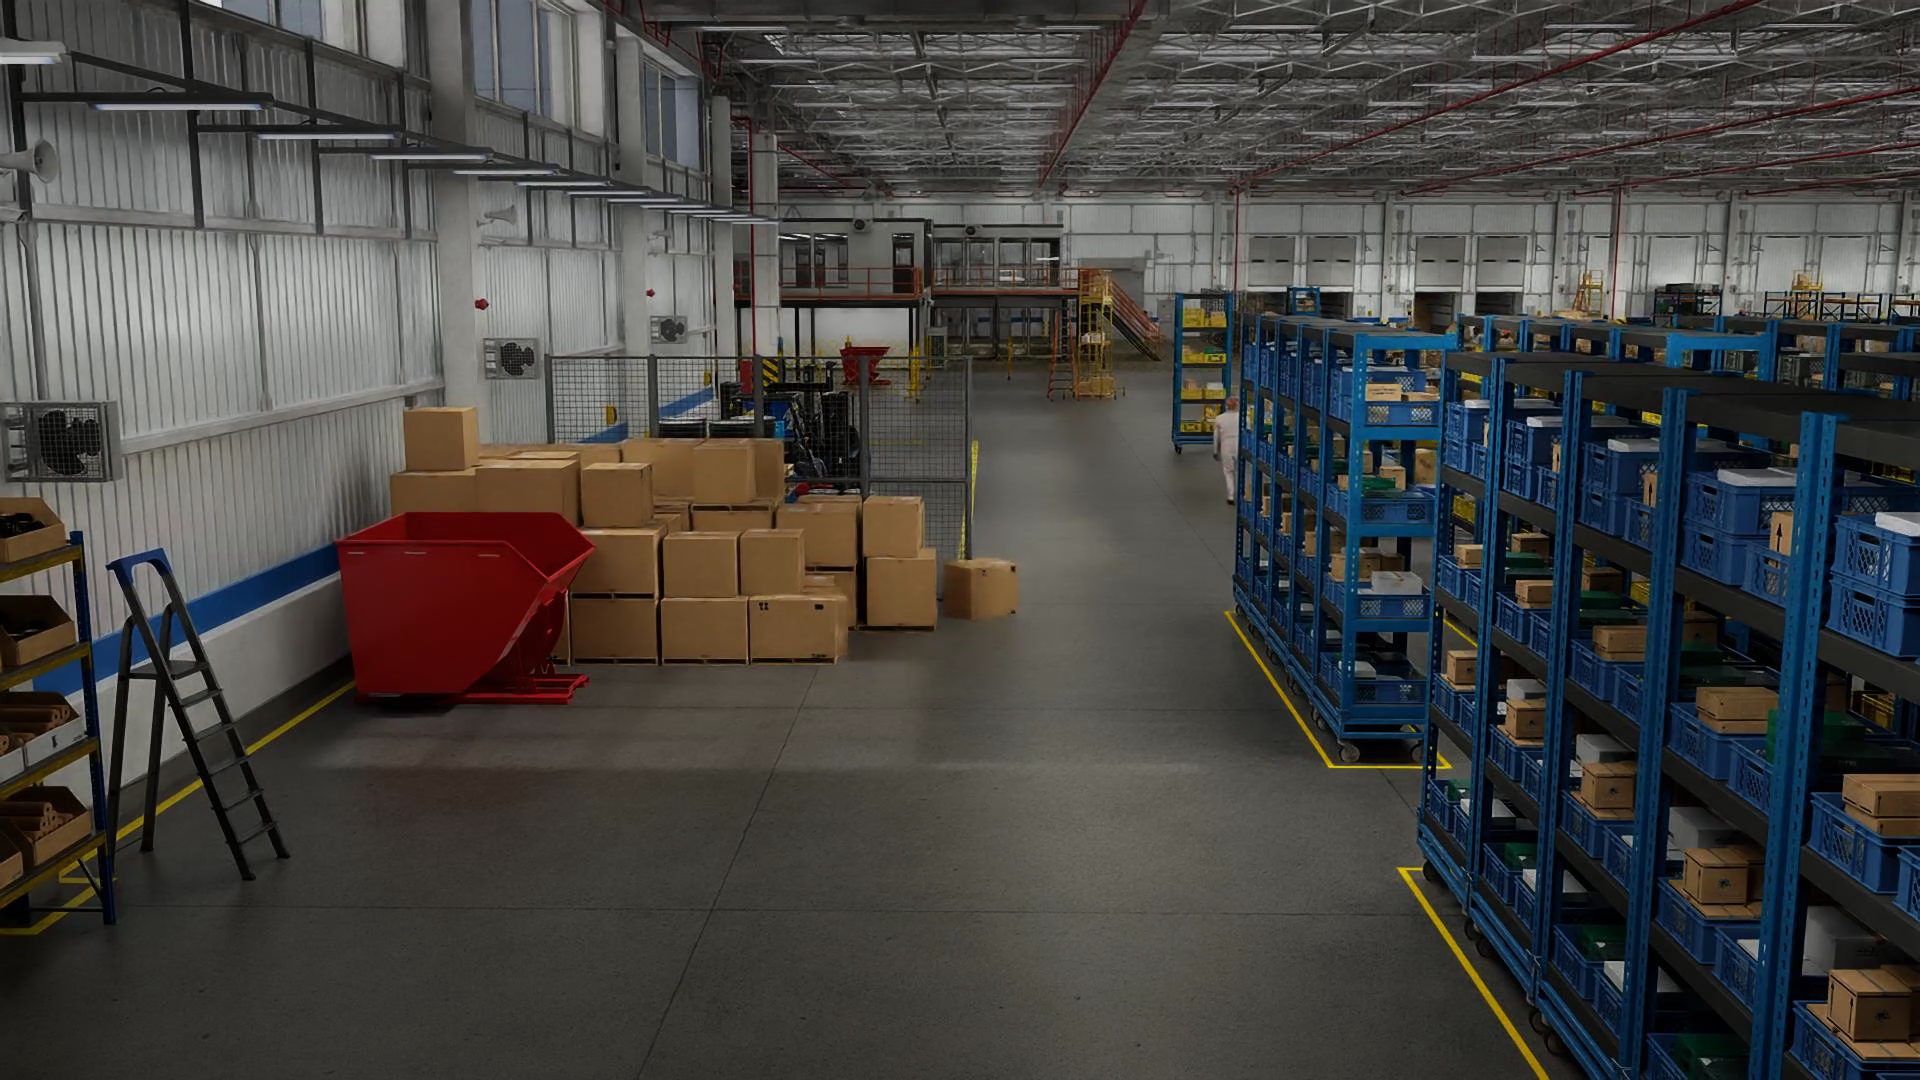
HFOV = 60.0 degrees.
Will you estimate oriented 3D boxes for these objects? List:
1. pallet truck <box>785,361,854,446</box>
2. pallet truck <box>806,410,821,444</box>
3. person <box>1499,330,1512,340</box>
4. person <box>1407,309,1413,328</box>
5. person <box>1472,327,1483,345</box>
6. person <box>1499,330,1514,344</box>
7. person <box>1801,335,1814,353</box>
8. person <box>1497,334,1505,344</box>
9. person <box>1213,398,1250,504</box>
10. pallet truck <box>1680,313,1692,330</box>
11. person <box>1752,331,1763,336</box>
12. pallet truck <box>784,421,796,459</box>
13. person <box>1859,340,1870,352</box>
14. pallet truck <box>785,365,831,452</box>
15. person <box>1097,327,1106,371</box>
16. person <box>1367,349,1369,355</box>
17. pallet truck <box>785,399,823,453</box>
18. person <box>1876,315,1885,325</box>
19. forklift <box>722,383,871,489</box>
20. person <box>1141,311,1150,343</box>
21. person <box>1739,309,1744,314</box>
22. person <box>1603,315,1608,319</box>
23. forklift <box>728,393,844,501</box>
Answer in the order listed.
[{"bbox_3d":[-3.410,-3.193,38.978,1.885,1.965,0.823,0,9,-1],"label":"pallet truck"},{"bbox_3d":[-3.559,-2.018,33.905,1.522,1.261,0.704,0,9,-1],"label":"pallet truck"},{"bbox_3d":[26.251,-9.732,79.838,0.939,1.825,0.540,-5,11,-29],"label":"person"},{"bbox_3d":[25.590,-12.173,94.621,0.397,1.919,0.585,5,11,30],"label":"person"},{"bbox_3d":[20.480,-7.501,65.836,0.581,1.898,0.611,-3,10,-17],"label":"person"},{"bbox_3d":[20.354,-6.912,62.109,0.566,1.933,0.374,8,12,42],"label":"person"},{"bbox_3d":[33.555,-7.461,65.874,0.926,1.822,0.534,-5,10,-27],"label":"person"},{"bbox_3d":[20.762,-7.070,63.609,0.325,1.767,0.533,-4,10,-22],"label":"person"},{"bbox_3d":[4.816,-1.588,29.537,0.654,1.838,1.047,0,9,0],"label":"person"},{"bbox_3d":[36.315,-10.531,84.244,0.823,1.965,1.885,-6,11,-33],"label":"pallet truck"},{"bbox_3d":[38.515,-9.814,80.226,0.659,1.865,0.581,-4,10,-23],"label":"person"},{"bbox_3d":[-4.013,-1.793,32.705,1.601,1.201,0.680,0,9,1],"label":"pallet truck"},{"bbox_3d":[34.821,-7.219,64.103,0.458,1.899,0.614,9,13,43],"label":"person"},{"bbox_3d":[-3.774,-2.976,37.635,1.885,1.965,0.823,1,9,5],"label":"pallet truck"},{"bbox_3d":[5.757,-7.781,67.812,0.363,1.831,0.502,-2,9,-14],"label":"person"},{"bbox_3d":[16.083,-7.530,65.886,0.512,1.950,0.675,4,10,24],"label":"person"},{"bbox_3d":[-3.814,-2.432,36.419,1.630,1.274,0.653,0,9,1],"label":"pallet truck"},{"bbox_3d":[45.884,-10.274,82.959,0.538,1.905,0.589,-1,9,-5],"label":"person"},{"bbox_3d":[-2.893,-1.687,28.729,2.680,1.987,1.157,0,9,-1],"label":"forklift"},{"bbox_3d":[10.481,-12.075,94.246,0.429,1.844,0.627,-8,12,-39],"label":"person"},{"bbox_3d":[44.265,-12.131,94.281,0.542,1.943,0.349,-2,10,-14],"label":"person"},{"bbox_3d":[33.407,-10.748,86.072,0.430,1.840,0.625,0,9,1],"label":"person"},{"bbox_3d":[-2.979,-1.316,26.476,2.680,1.987,1.157,0,9,1],"label":"forklift"}]
